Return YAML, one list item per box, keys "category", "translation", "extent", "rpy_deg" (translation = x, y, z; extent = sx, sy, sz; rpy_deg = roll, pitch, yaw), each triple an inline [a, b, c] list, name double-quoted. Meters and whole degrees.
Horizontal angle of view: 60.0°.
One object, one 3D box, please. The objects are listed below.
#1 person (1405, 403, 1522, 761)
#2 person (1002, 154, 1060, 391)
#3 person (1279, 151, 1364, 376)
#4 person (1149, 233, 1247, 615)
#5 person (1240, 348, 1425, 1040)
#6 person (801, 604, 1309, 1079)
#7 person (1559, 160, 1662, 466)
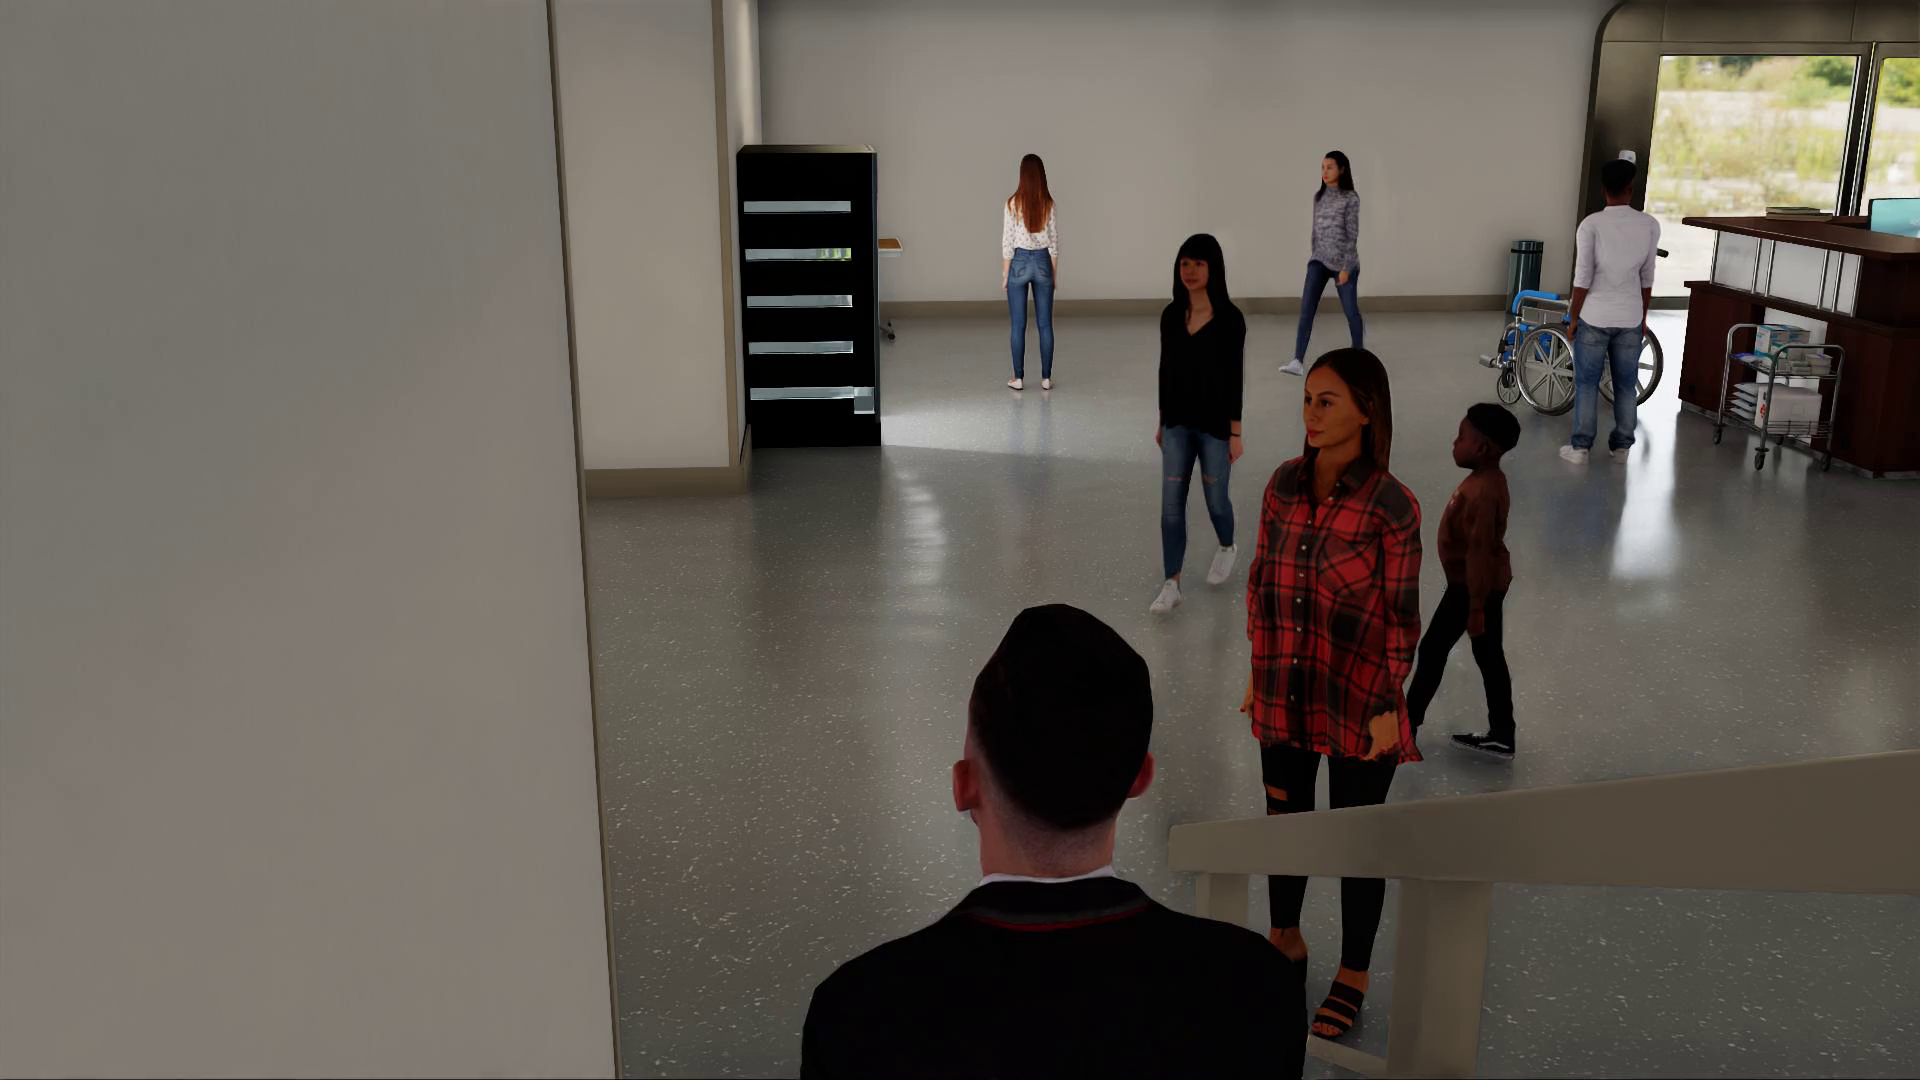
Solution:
- category: "person"
  translation: [1.807, 0.167, 5.621]
  extent: [0.811, 1.236, 0.804]
  rpy_deg: [8, 17, 25]
- category: "person"
  translation: [0.523, -1.990, 12.372]
  extent: [0.582, 1.725, 0.491]
  rpy_deg: [-2, 16, -7]
- category: "person"
  translation: [2.944, -2.097, 12.823]
  extent: [1.141, 1.687, 1.157]
  rpy_deg: [-14, 21, -41]
- category: "person"
  translation: [1.089, -0.516, 7.339]
  extent: [0.937, 1.620, 1.113]
  rpy_deg: [8, 18, 26]
- category: "person"
  translation: [0.893, 0.376, 4.022]
  extent: [0.768, 1.702, 0.678]
  rpy_deg: [-13, 20, -39]
- category: "person"
  translation: [0.101, 1.002, 1.607]
  extent: [0.704, 1.808, 1.166]
  rpy_deg: [-2, 16, -9]
- category: "person"
  translation: [3.906, -1.363, 9.995]
  extent: [0.681, 1.807, 0.644]
  rpy_deg: [2, 16, 6]
